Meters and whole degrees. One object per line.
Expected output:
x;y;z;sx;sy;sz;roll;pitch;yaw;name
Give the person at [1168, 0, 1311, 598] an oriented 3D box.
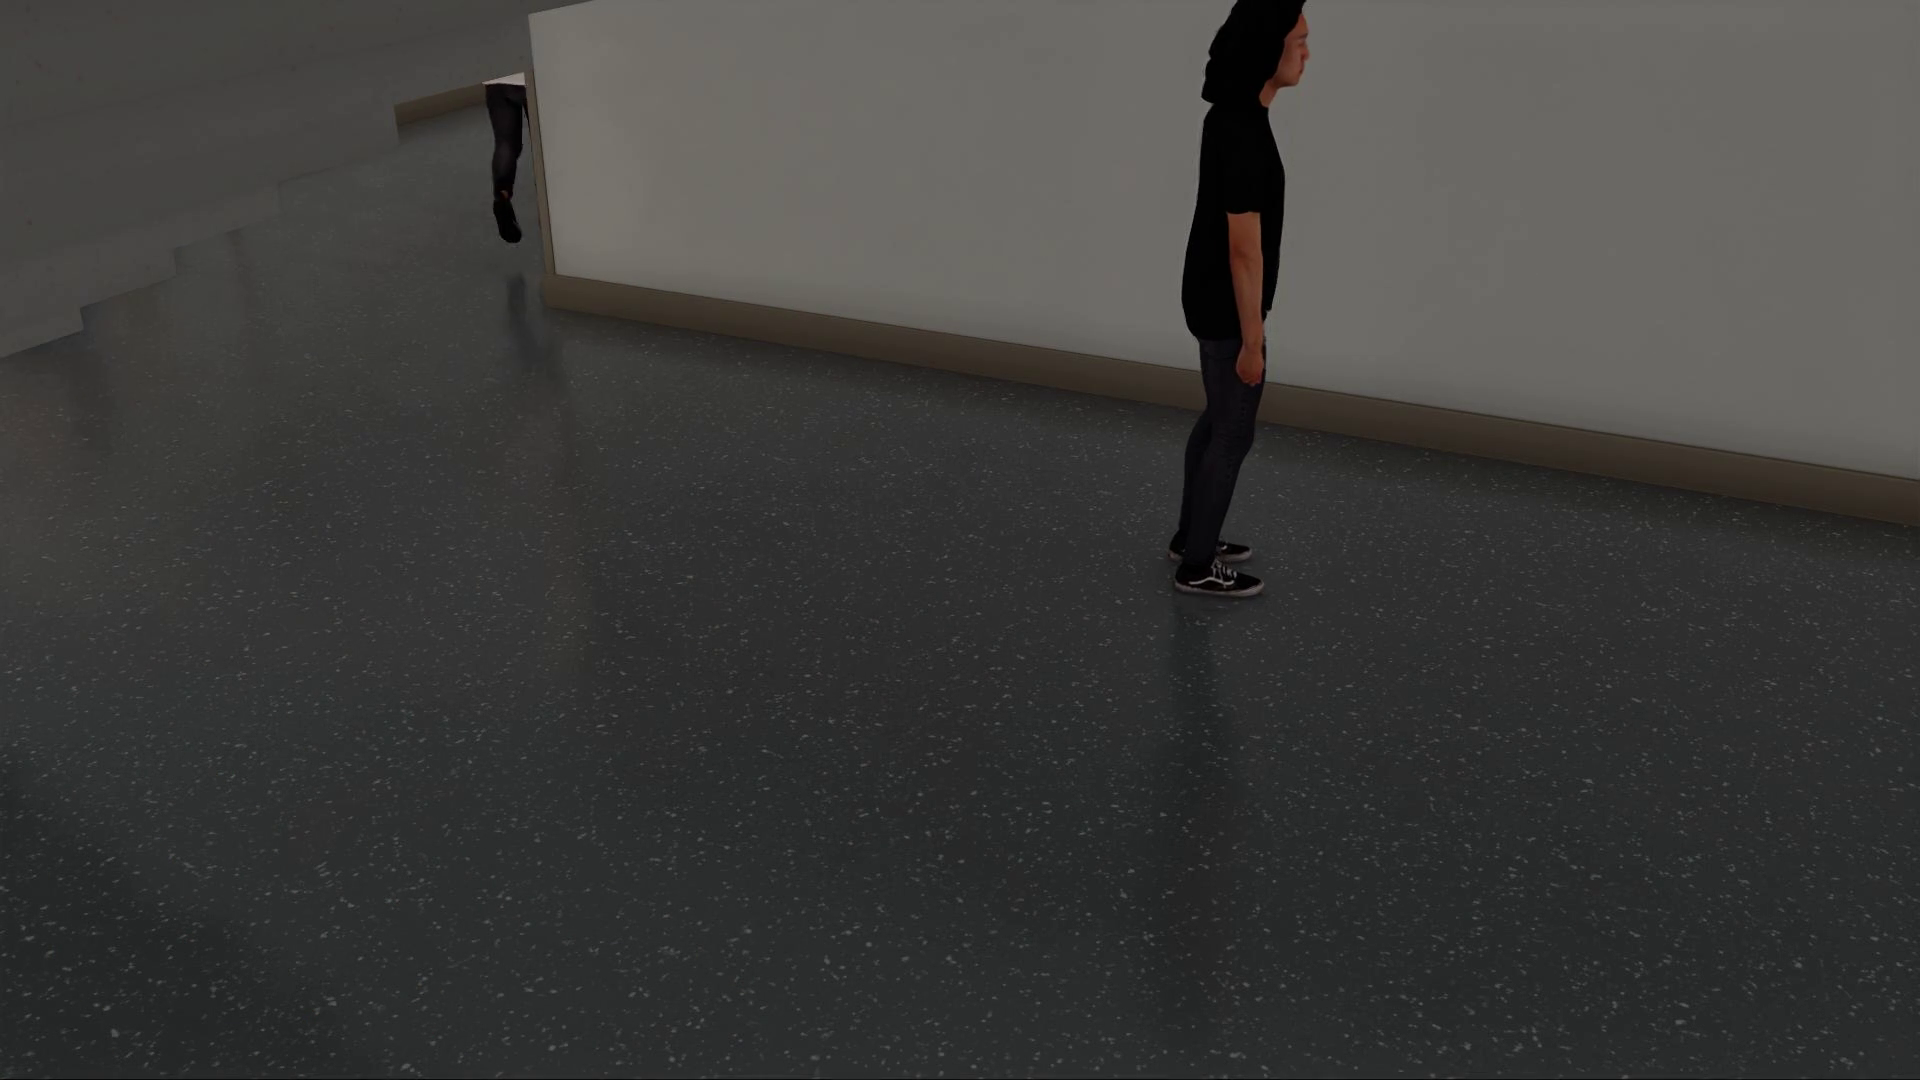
0.785;-0.701;4.923;0.679;1.824;0.704;0;26;0;person
